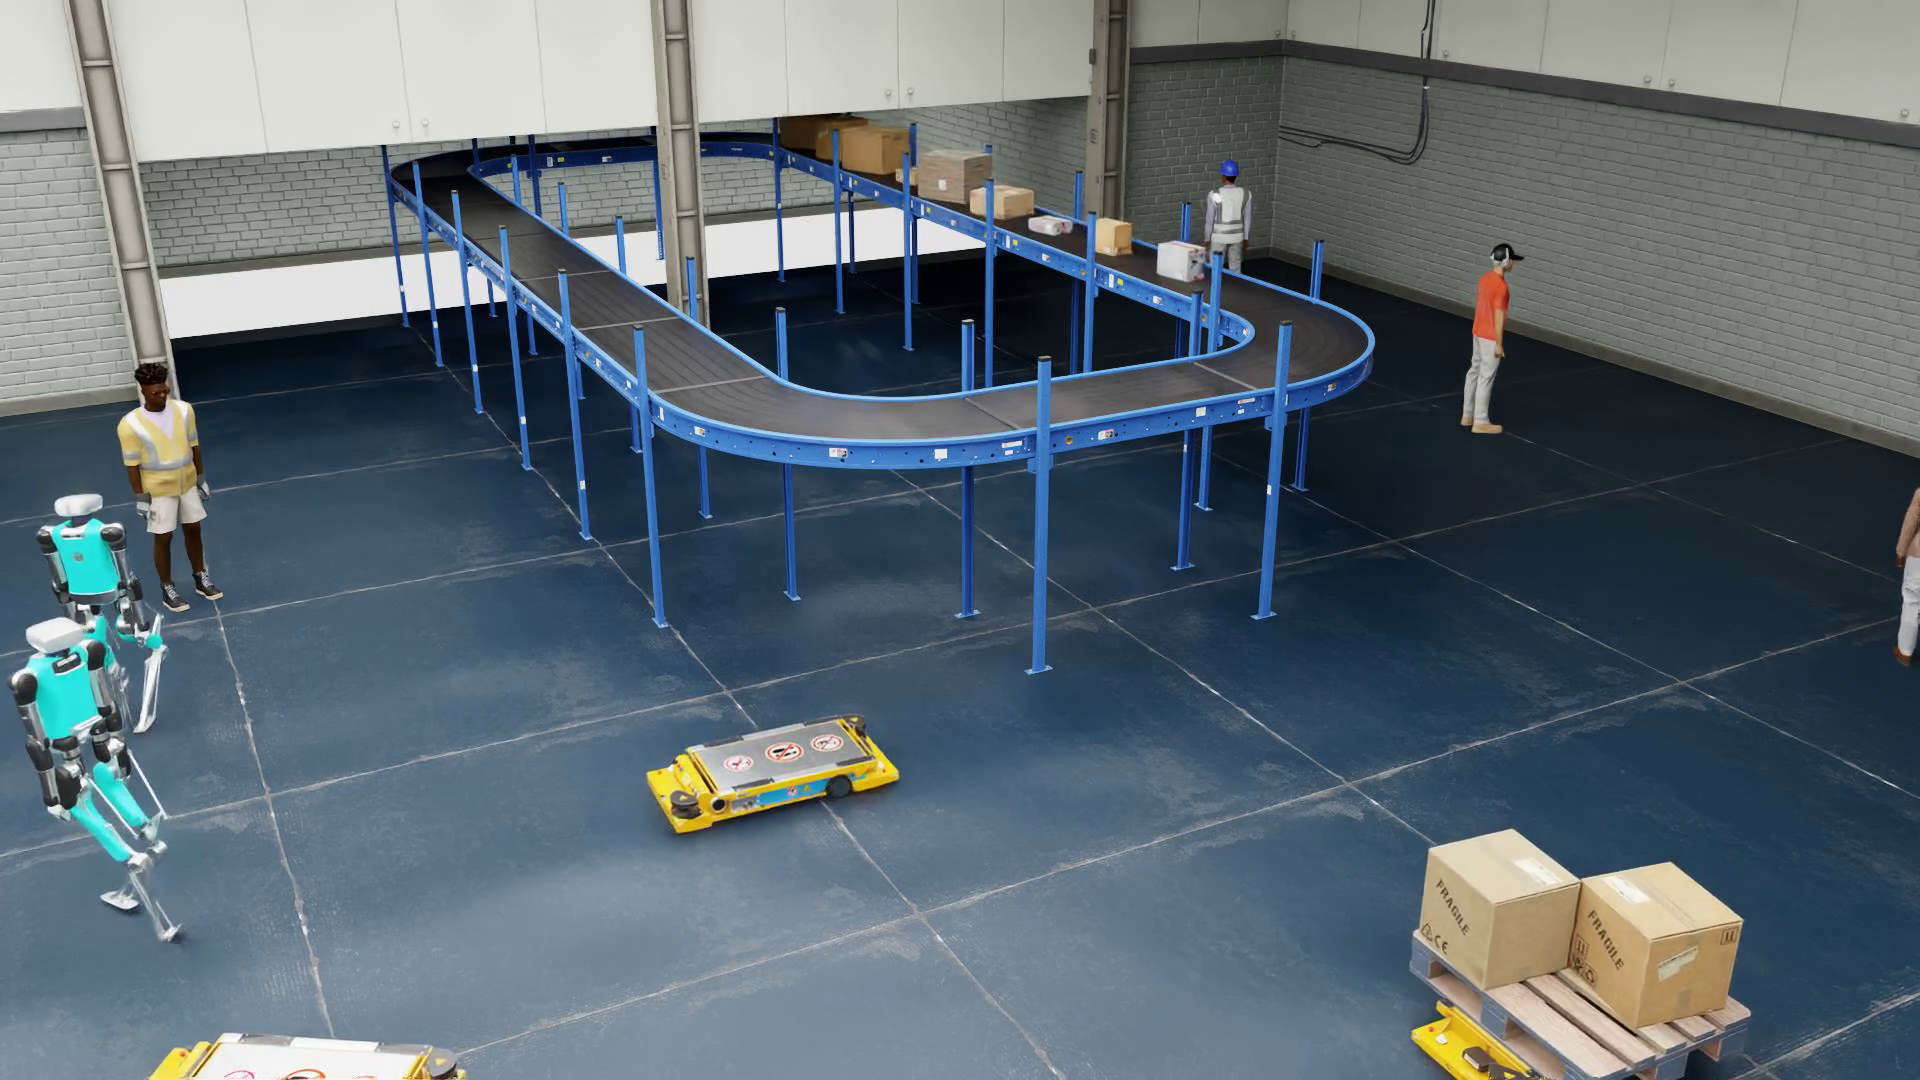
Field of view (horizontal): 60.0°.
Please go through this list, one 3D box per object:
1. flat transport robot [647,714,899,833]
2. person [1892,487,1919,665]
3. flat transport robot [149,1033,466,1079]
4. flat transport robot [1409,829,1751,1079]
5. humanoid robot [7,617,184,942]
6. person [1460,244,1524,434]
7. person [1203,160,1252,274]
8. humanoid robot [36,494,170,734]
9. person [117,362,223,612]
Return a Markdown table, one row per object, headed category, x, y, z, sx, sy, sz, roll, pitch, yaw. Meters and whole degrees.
| category | x | y | z | sx | sy | sz | roll | pitch | yaw |
| --- | --- | --- | --- | --- | --- | --- | --- | --- | --- |
| flat transport robot | -1.162 | 1.435 | 10.329 | 1.431 | 0.231 | 0.659 | -10 | 24 | -24 |
| person | 6.876 | 0.115 | 11.755 | 0.491 | 1.639 | 0.385 | 6 | 23 | 14 |
| flat transport robot | -3.058 | 2.560 | 7.547 | 1.431 | 0.231 | 0.659 | 2 | 22 | 5 |
| flat transport robot | 2.967 | 2.346 | 8.077 | 1.431 | 0.231 | 0.659 | -10 | 24 | -24 |
| humanoid robot | -4.403 | 1.330 | 8.744 | 0.795 | 1.874 | 0.530 | 9 | 24 | 20 |
| person | 5.358 | -2.028 | 16.702 | 0.417 | 1.909 | 0.481 | -3 | 22 | -7 |
| person | 3.389 | -3.835 | 21.113 | 0.613 | 1.949 | 0.375 | -4 | 22 | -9 |
| humanoid robot | -5.428 | 0.527 | 10.768 | 0.545 | 1.907 | 0.721 | 0 | 22 | -1 |
| person | -6.013 | -0.412 | 12.654 | 0.383 | 1.958 | 0.596 | 14 | 26 | 30 |
